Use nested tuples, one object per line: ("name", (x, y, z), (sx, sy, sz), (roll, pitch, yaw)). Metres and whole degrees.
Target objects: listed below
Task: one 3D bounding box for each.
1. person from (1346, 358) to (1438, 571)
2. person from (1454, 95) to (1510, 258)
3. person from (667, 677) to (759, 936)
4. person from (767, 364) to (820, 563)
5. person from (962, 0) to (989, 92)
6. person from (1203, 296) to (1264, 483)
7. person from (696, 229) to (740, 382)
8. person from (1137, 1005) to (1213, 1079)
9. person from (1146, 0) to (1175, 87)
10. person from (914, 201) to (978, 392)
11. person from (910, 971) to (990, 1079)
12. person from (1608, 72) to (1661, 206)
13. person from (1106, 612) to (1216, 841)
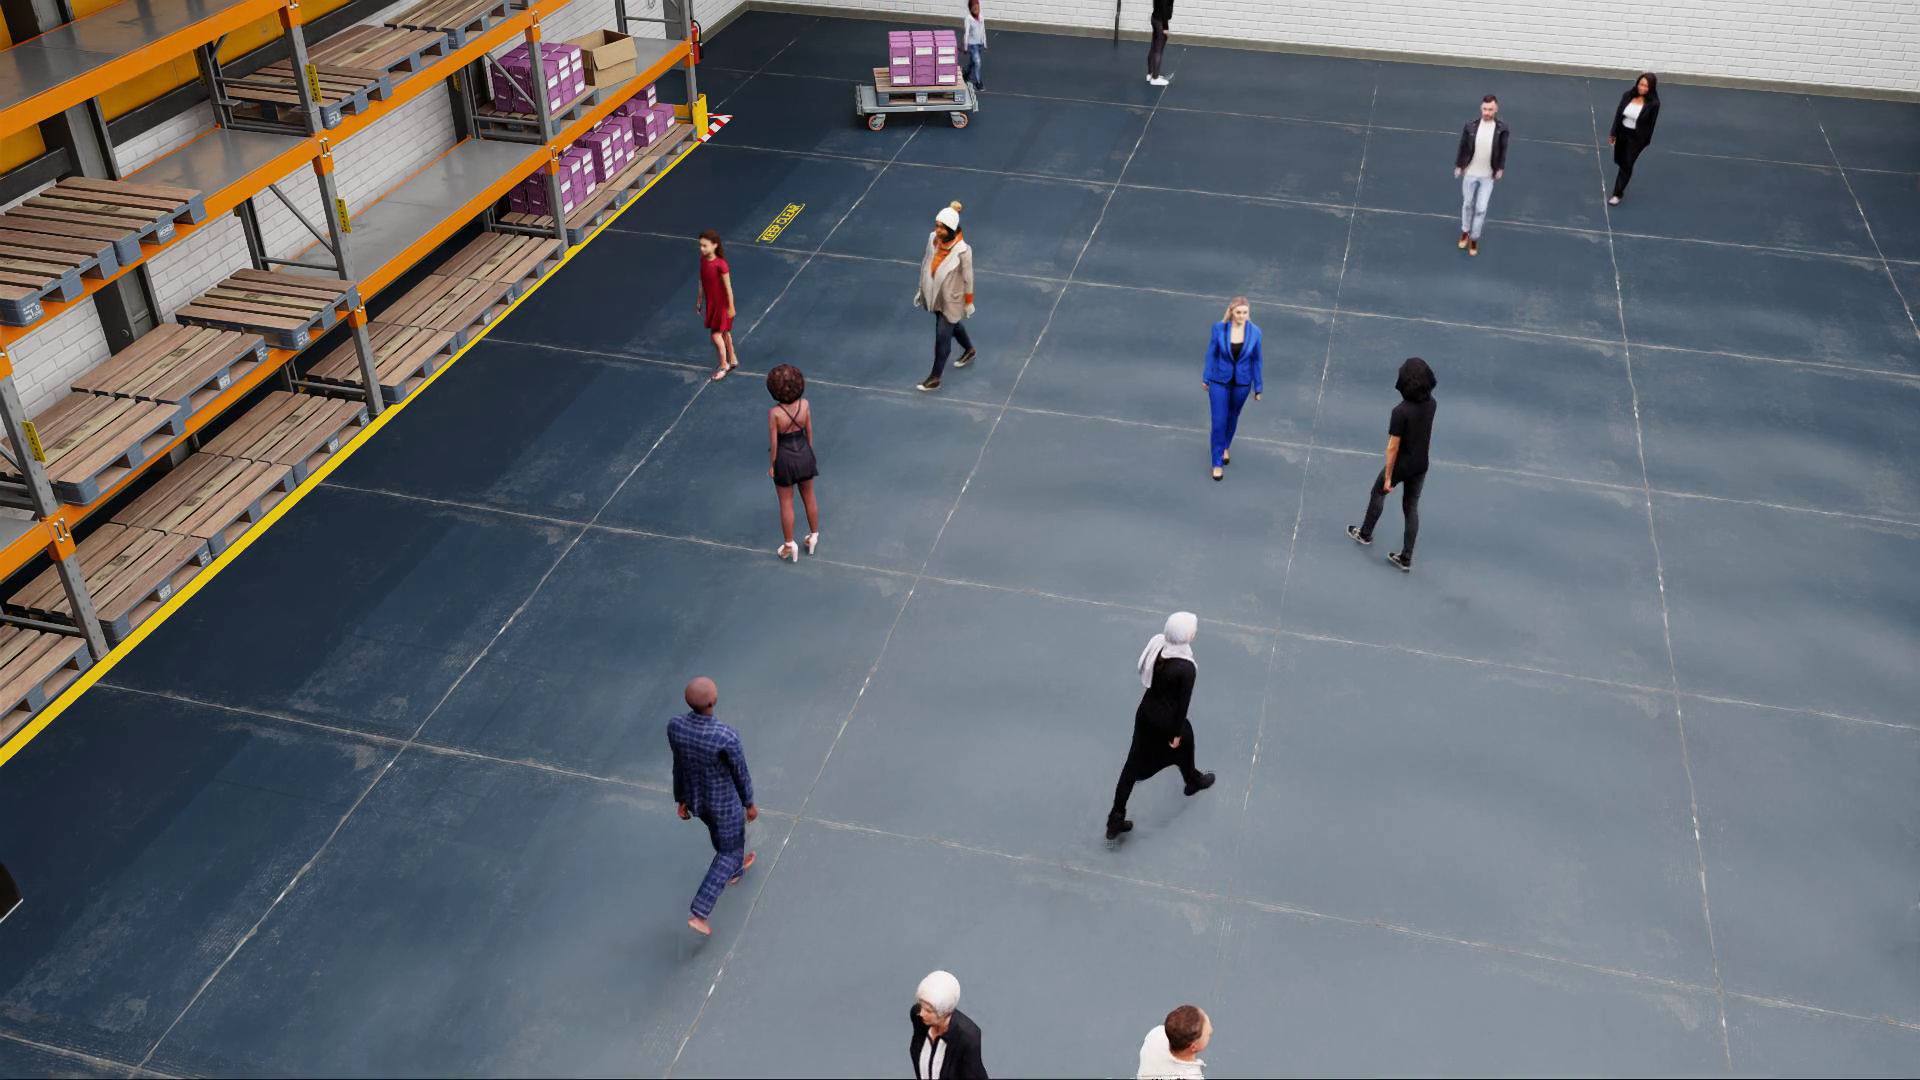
("person", (3.686, -0.570, 13.516), (0.956, 1.806, 1.053), (-15, 36, -21))
("person", (5.937, -4.218, 18.992), (0.723, 1.821, 0.806), (12, 35, 17))
("person", (-1.534, 1.634, 10.215), (0.807, 1.792, 1.161), (15, 36, 21))
("person", (-1.368, -0.628, 13.620), (0.649, 1.789, 0.716), (-20, 39, -27))
("person", (0.189, -7.154, 23.928), (0.860, 1.248, 0.835), (-25, 41, -33))
("person", (2.422, -1.441, 14.943), (0.794, 1.679, 0.957), (1, 34, 1))
("person", (-2.340, -2.380, 16.485), (0.683, 1.536, 0.760), (26, 42, 34))
("person", (0.930, 2.957, 8.190), (1.142, 1.829, 1.159), (-12, 35, -17))
("person", (2.867, -7.422, 23.936), (0.751, 1.685, 0.615), (-5, 34, -8))
("person", (-0.057, -2.433, 16.284), (1.285, 1.846, 1.102), (-27, 42, -34))
("person", (0.065, 2.818, 8.525), (0.947, 1.765, 1.020), (25, 41, 33))
("person", (8.209, -4.932, 20.281), (0.930, 1.583, 1.168), (26, 41, 33))
("person", (1.252, 1.240, 10.870), (1.271, 1.721, 1.088), (-24, 41, -32))
